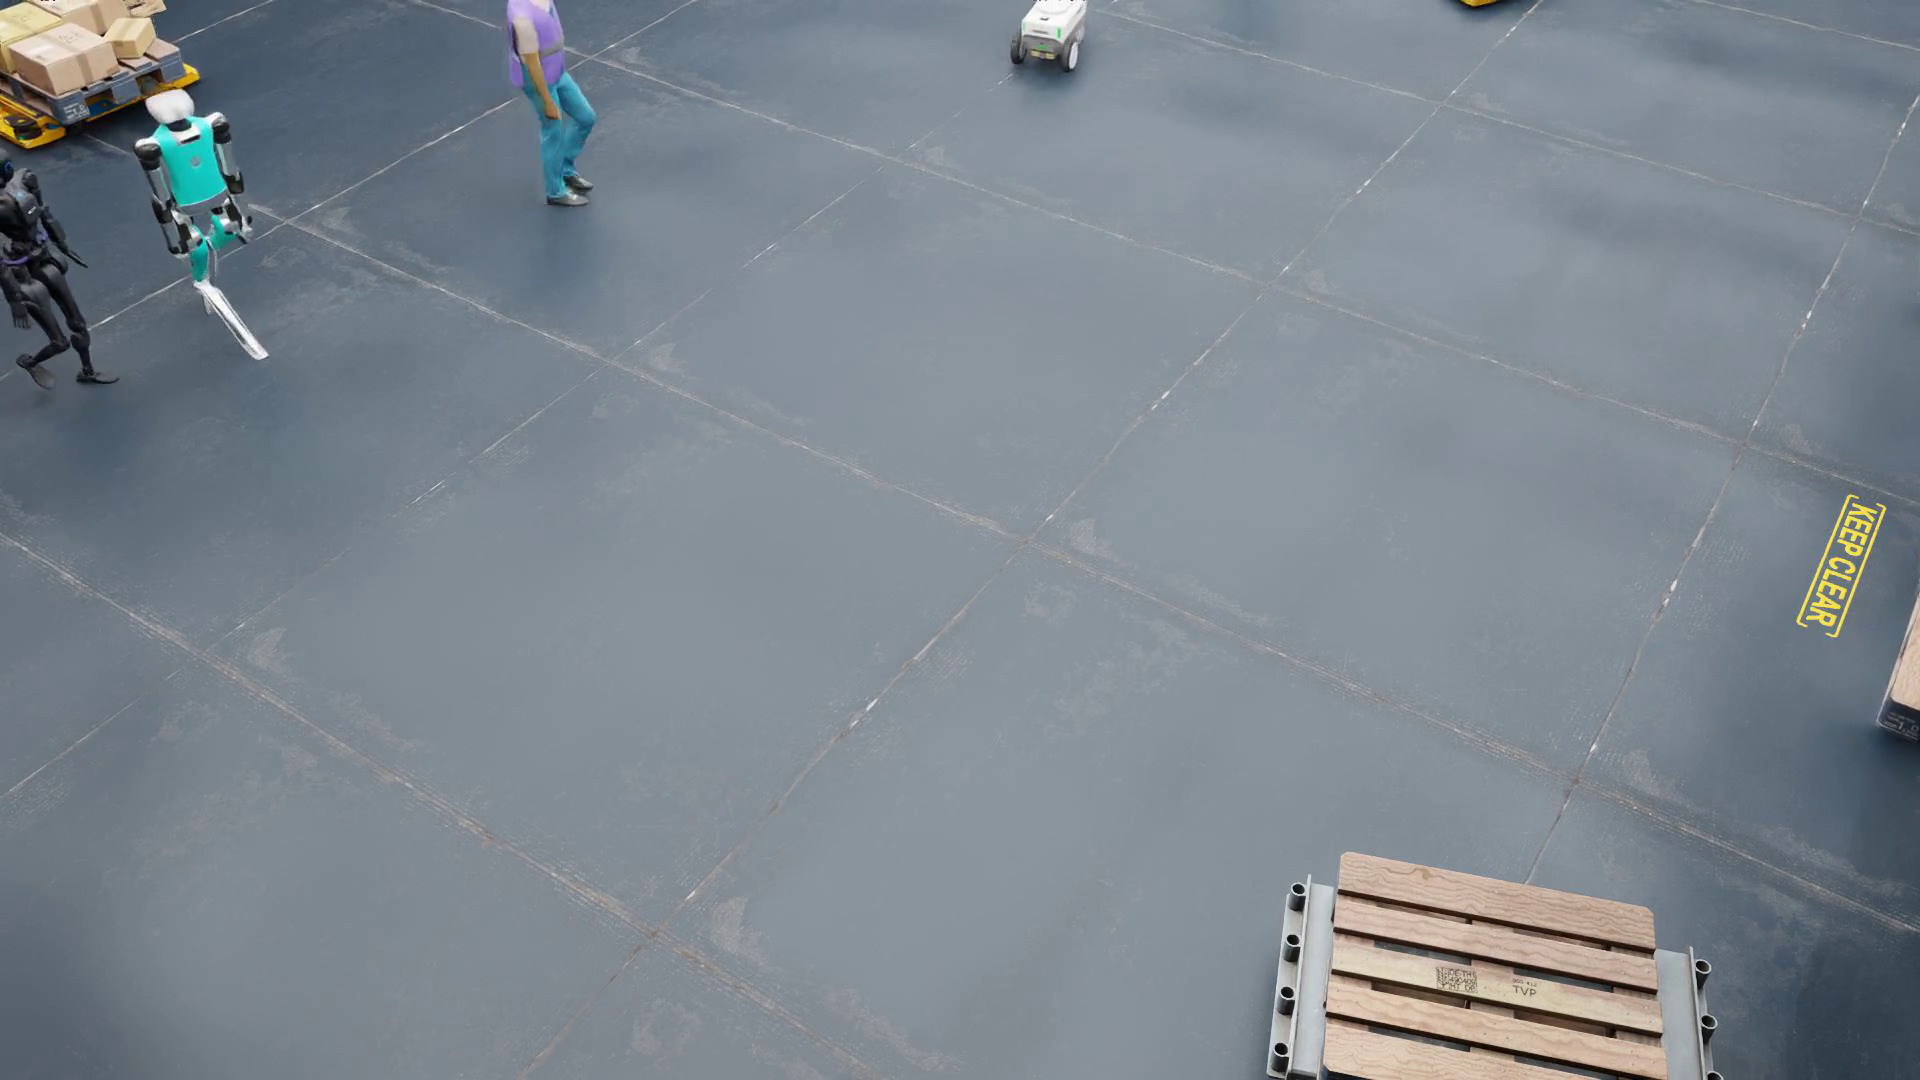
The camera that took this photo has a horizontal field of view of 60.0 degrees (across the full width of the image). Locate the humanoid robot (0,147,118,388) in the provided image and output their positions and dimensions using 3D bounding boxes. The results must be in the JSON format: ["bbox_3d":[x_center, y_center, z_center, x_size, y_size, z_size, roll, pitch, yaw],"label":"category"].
[{"bbox_3d":[-5.310,-1.553,9.469,0.471,1.640,0.609,9,43,10],"label":"humanoid robot"}]

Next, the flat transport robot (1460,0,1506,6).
[{"bbox_3d":[4.709,-4.924,14.290,1.431,0.231,0.659,-22,46,-23],"label":"flat transport robot"}]

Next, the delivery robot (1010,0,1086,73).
[{"bbox_3d":[0.736,-4.056,13.106,0.499,0.598,0.791,14,44,15],"label":"delivery robot"}]

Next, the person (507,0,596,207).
[{"bbox_3d":[-2.713,-3.039,11.012,0.489,1.823,0.588,1,42,1],"label":"person"}]

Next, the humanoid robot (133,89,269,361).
[{"bbox_3d":[-4.586,-1.943,9.862,0.980,1.754,0.533,33,51,31],"label":"humanoid robot"}]

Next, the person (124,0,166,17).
[{"bbox_3d":[-6.824,-5.102,13.379,0.309,1.745,0.483,-21,46,-22],"label":"person"}]

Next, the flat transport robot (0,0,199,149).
[{"bbox_3d":[-6.586,-3.389,12.572,0.659,0.231,1.431,27,48,27],"label":"flat transport robot"}]
